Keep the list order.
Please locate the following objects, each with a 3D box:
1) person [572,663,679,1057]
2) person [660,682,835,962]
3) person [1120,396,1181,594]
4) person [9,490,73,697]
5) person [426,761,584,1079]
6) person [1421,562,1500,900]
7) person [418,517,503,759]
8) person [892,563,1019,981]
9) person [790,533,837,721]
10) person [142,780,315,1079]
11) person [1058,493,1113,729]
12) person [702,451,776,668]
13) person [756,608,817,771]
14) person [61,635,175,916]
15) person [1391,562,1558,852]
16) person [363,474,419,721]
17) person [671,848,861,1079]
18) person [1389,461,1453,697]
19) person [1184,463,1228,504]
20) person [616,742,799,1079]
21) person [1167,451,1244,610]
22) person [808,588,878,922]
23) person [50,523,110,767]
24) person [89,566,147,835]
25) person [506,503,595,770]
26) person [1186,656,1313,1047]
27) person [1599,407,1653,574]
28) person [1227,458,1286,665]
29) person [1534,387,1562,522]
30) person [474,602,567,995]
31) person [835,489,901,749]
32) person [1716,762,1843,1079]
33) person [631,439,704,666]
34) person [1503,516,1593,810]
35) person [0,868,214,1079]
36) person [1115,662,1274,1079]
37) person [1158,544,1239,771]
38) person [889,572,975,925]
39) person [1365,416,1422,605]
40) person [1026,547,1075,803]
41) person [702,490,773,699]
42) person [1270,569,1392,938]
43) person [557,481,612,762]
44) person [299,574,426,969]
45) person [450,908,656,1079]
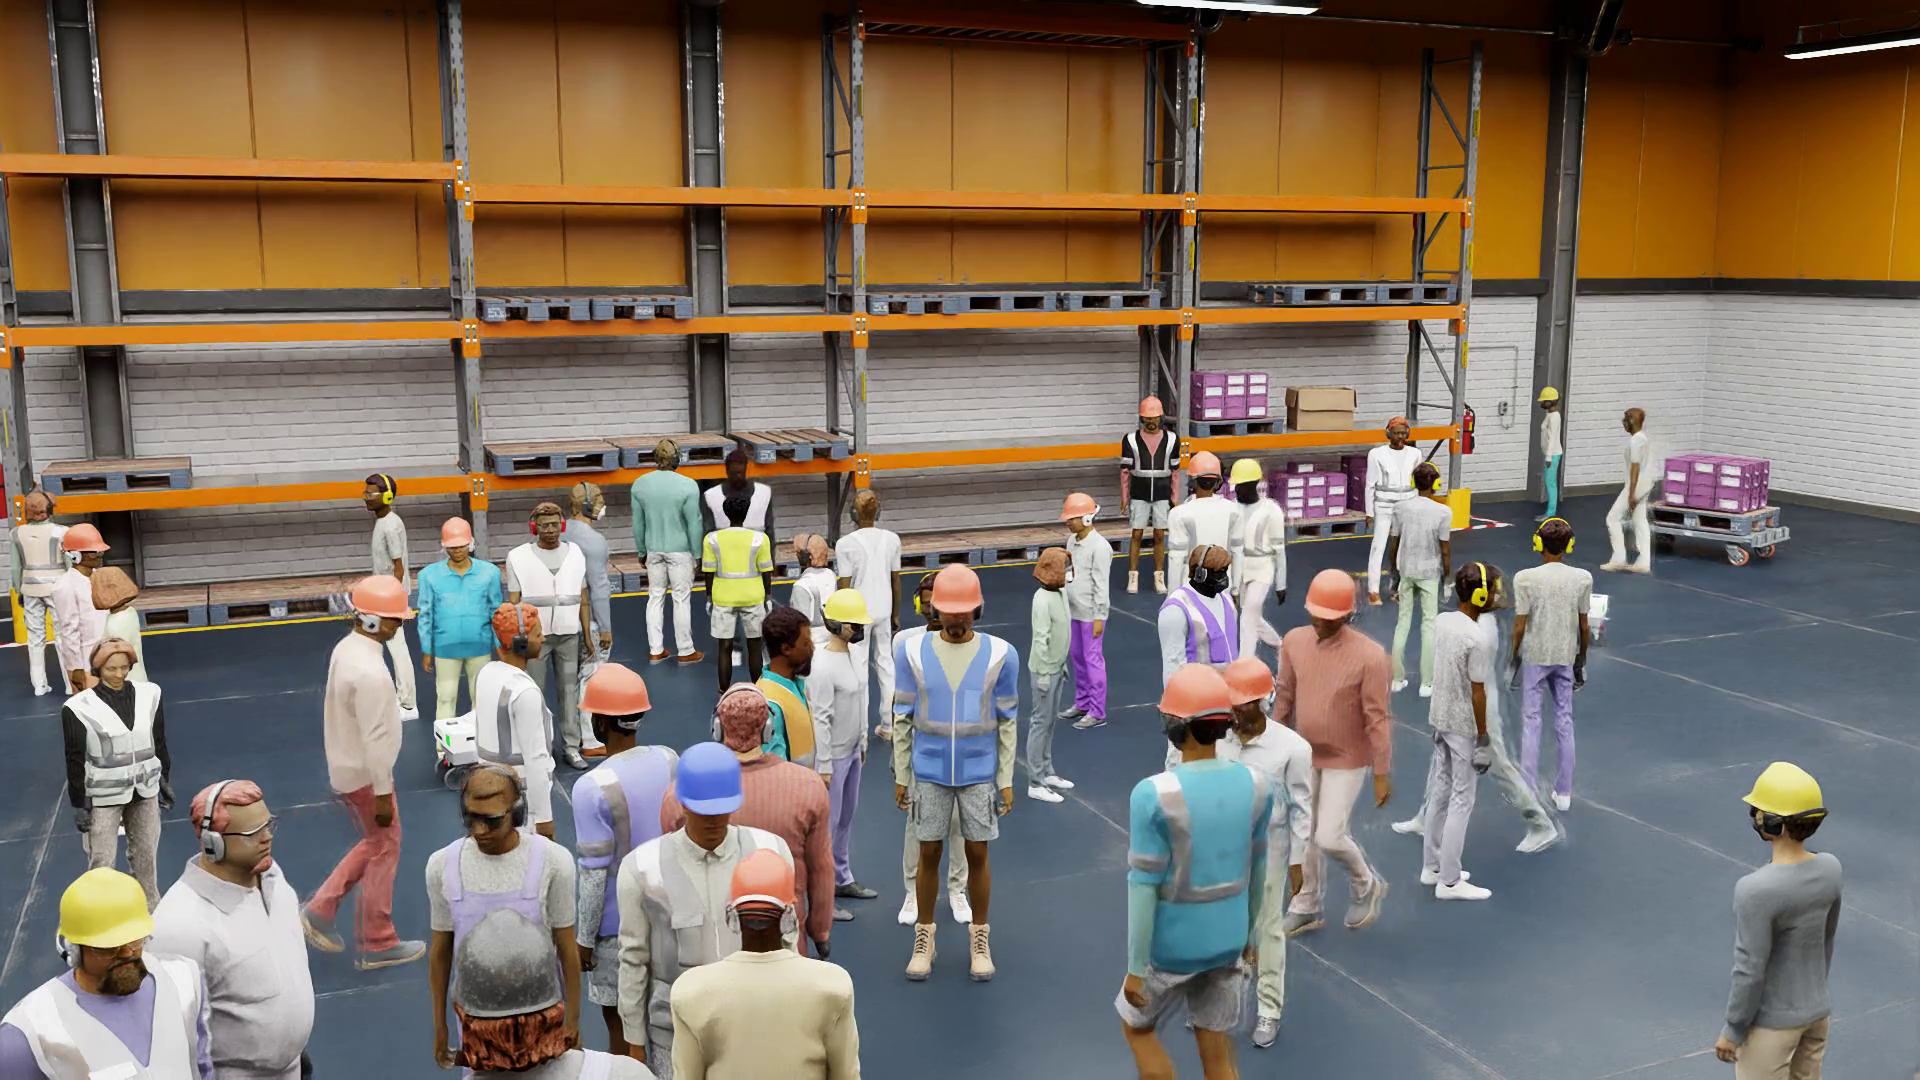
[{"bbox_3d":[-1.310,1.429,6.476,0.359,1.938,0.545,5,11,29],"label":"person"},{"bbox_3d":[-0.801,1.476,6.296,0.651,1.906,0.403,-2,10,-14],"label":"person"},{"bbox_3d":[1.948,-0.450,17.001,0.614,2.040,0.390,0,10,0],"label":"person"},{"bbox_3d":[-7.182,0.429,13.091,0.515,1.642,0.314,0,10,0],"label":"person"},{"bbox_3d":[-1.534,1.625,5.648,0.511,1.837,0.351,0,10,0],"label":"person"},{"bbox_3d":[2.724,1.032,9.016,0.346,1.857,0.523,-2,10,-12],"label":"person"},{"bbox_3d":[-3.334,0.707,11.166,0.565,1.750,0.341,-4,11,-21],"label":"person"},{"bbox_3d":[-0.023,1.114,7.995,0.608,2.043,0.374,0,10,2],"label":"person"},{"bbox_3d":[-0.980,0.761,11.182,0.307,1.640,0.518,3,10,19],"label":"person"},{"bbox_3d":[-2.207,1.670,5.177,0.403,1.910,0.637,1,10,5],"label":"person"},{"bbox_3d":[0.904,0.513,12.326,0.349,1.739,0.572,-4,11,-24],"label":"person"},{"bbox_3d":[-1.834,0.188,13.854,0.616,1.862,0.827,-2,10,-10],"label":"person"},{"bbox_3d":[-0.806,1.249,7.577,0.392,1.916,0.592,0,10,-2],"label":"person"},{"bbox_3d":[-4.150,1.273,8.233,0.306,1.640,0.522,6,12,32],"label":"person"},{"bbox_3d":[3.093,0.977,9.779,0.914,1.699,0.497,3,10,15],"label":"person"},{"bbox_3d":[-4.259,0.433,12.414,0.309,1.868,0.535,-4,11,-23],"label":"person"},{"bbox_3d":[-0.577,1.780,5.013,0.563,1.742,0.339,-1,10,-6],"label":"person"},{"bbox_3d":[3.650,0.307,13.180,0.510,1.861,0.328,8,12,37],"label":"person"},{"bbox_3d":[2.173,0.155,14.512,0.318,1.695,0.540,-9,13,-40],"label":"person"},{"bbox_3d":[-0.822,1.596,5.514,0.607,1.940,0.417,-3,10,-19],"label":"person"},{"bbox_3d":[1.796,0.360,12.328,0.605,2.045,0.381,-3,10,-17],"label":"person"},{"bbox_3d":[-0.612,1.119,8.783,0.334,1.760,0.527,3,10,18],"label":"person"},{"bbox_3d":[-5.668,0.758,10.869,0.324,1.752,0.561,-1,10,-5],"label":"person"},{"bbox_3d":[-5.059,0.963,10.062,0.281,1.625,0.493,-3,10,-19],"label":"person"},{"bbox_3d":[-2.754,0.654,11.202,0.562,1.847,0.390,-6,11,-29],"label":"person"},{"bbox_3d":[1.262,1.365,7.377,0.576,1.747,0.337,6,12,32],"label":"person"},{"bbox_3d":[7.315,-0.539,18.179,0.653,1.810,0.523,7,12,36],"label":"person"},{"bbox_3d":[2.422,0.258,13.391,0.831,1.890,0.617,-6,12,-33],"label":"person"},{"bbox_3d":[7.640,-1.105,21.600,0.345,1.761,0.528,3,10,17],"label":"person"},{"bbox_3d":[-2.078,1.221,7.827,0.337,1.882,0.583,-8,13,-38],"label":"person"},{"bbox_3d":[-0.652,0.556,11.772,0.514,1.844,0.328,-6,12,-31],"label":"person"},{"bbox_3d":[2.818,1.637,5.773,0.526,1.769,0.328,-6,11,-30],"label":"person"},{"bbox_3d":[-2.459,0.106,14.093,0.635,1.938,0.361,3,10,17],"label":"person"},{"bbox_3d":[3.676,0.776,10.432,0.516,1.873,0.329,0,10,-1],"label":"person"},{"bbox_3d":[-2.333,1.796,4.666,0.404,1.833,0.590,6,12,31],"label":"person"},{"bbox_3d":[0.855,1.453,6.081,0.633,2.024,0.455,-5,11,-27],"label":"person"},{"bbox_3d":[1.408,0.927,9.686,0.429,1.837,0.624,9,13,43],"label":"person"},{"bbox_3d":[-0.113,1.081,8.678,0.515,1.872,0.328,0,10,-2],"label":"person"},{"bbox_3d":[4.300,-0.287,16.518,0.585,1.882,0.337,-2,10,-11],"label":"person"},{"bbox_3d":[0.591,0.847,10.701,0.286,1.633,0.501,3,10,19],"label":"person"},{"bbox_3d":[-1.689,0.469,12.703,0.540,1.695,0.317,0,10,-2],"label":"person"},{"bbox_3d":[1.856,1.088,8.368,0.556,1.963,0.700,-8,13,-39],"label":"person"},{"bbox_3d":[-2.593,0.556,11.506,0.353,1.937,0.635,-8,13,-39],"label":"person"},{"bbox_3d":[-2.915,1.138,8.084,0.585,1.961,0.660,-6,12,-32],"label":"person"},{"bbox_3d":[-1.027,1.830,3.870,0.688,2.000,0.536,-7,12,-36],"label":"person"}]
